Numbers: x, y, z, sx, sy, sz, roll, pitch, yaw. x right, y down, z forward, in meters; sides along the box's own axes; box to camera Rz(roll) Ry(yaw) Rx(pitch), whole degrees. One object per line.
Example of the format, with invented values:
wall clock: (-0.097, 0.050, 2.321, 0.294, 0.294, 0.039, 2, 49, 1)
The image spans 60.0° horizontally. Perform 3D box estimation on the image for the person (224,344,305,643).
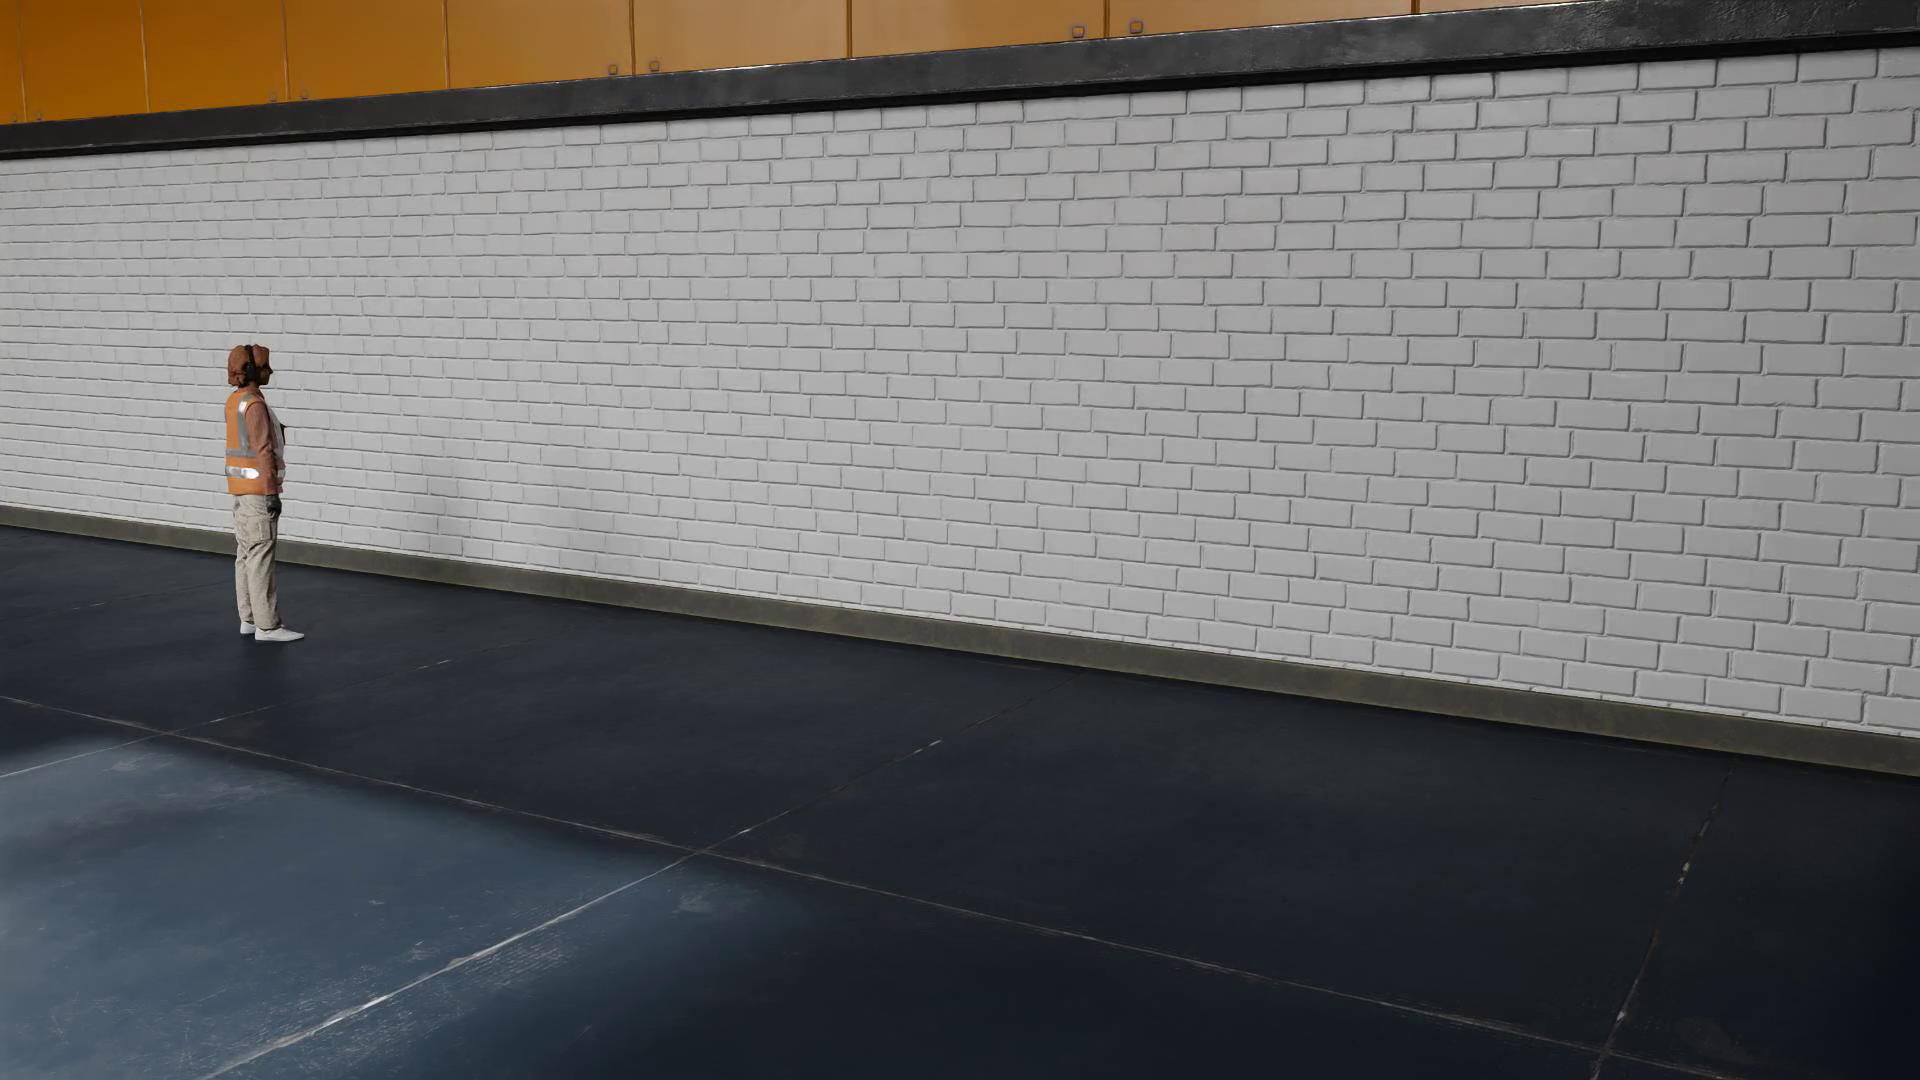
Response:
person: (-3.868, -0.254, 9.155, 0.307, 1.641, 0.512, -7, 12, -38)
